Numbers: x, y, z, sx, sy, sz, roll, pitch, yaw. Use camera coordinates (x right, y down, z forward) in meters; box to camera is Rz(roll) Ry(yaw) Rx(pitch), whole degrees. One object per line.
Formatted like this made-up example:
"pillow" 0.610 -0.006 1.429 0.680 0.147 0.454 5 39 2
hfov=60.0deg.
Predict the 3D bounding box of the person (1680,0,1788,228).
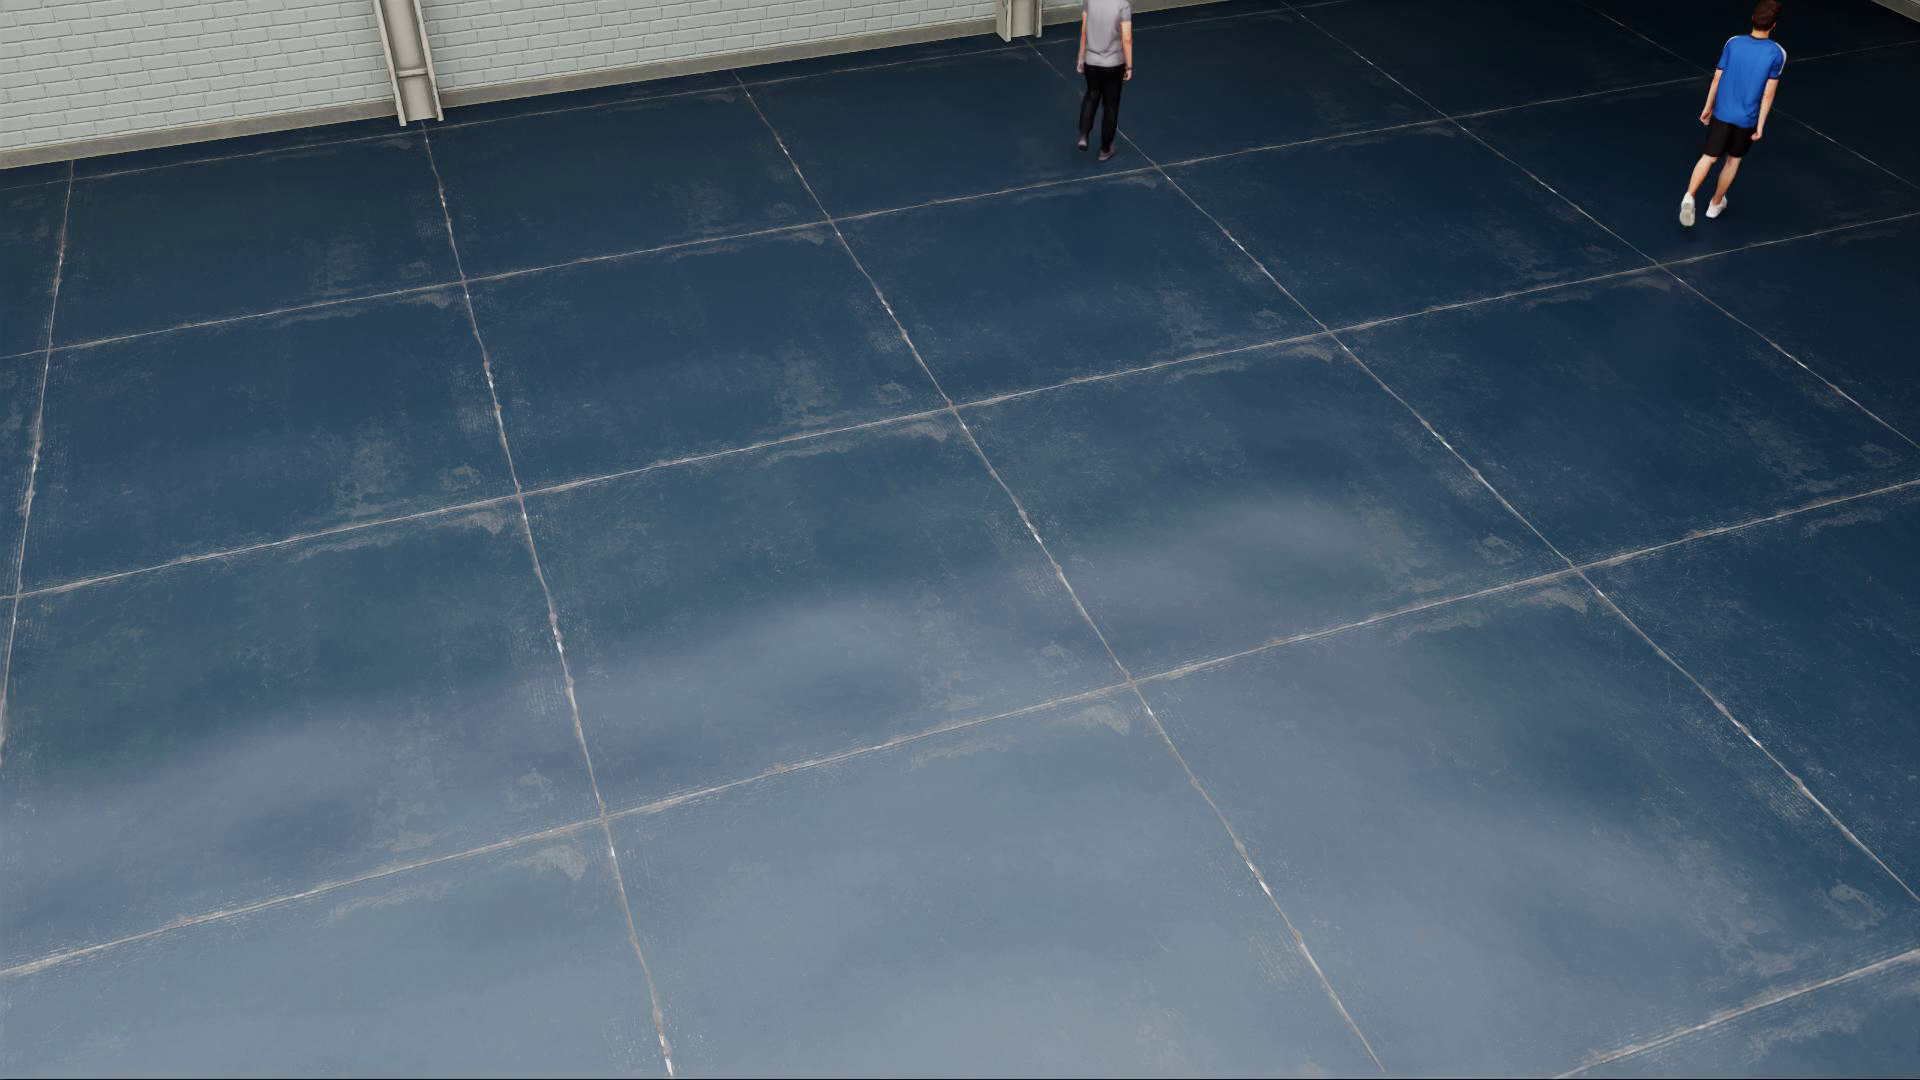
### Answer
"person" 6.158 -3.365 13.265 1.026 1.846 1.203 25 45 29

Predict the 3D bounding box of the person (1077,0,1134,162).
"person" 1.199 -4.064 14.244 0.805 1.740 0.863 19 42 23
